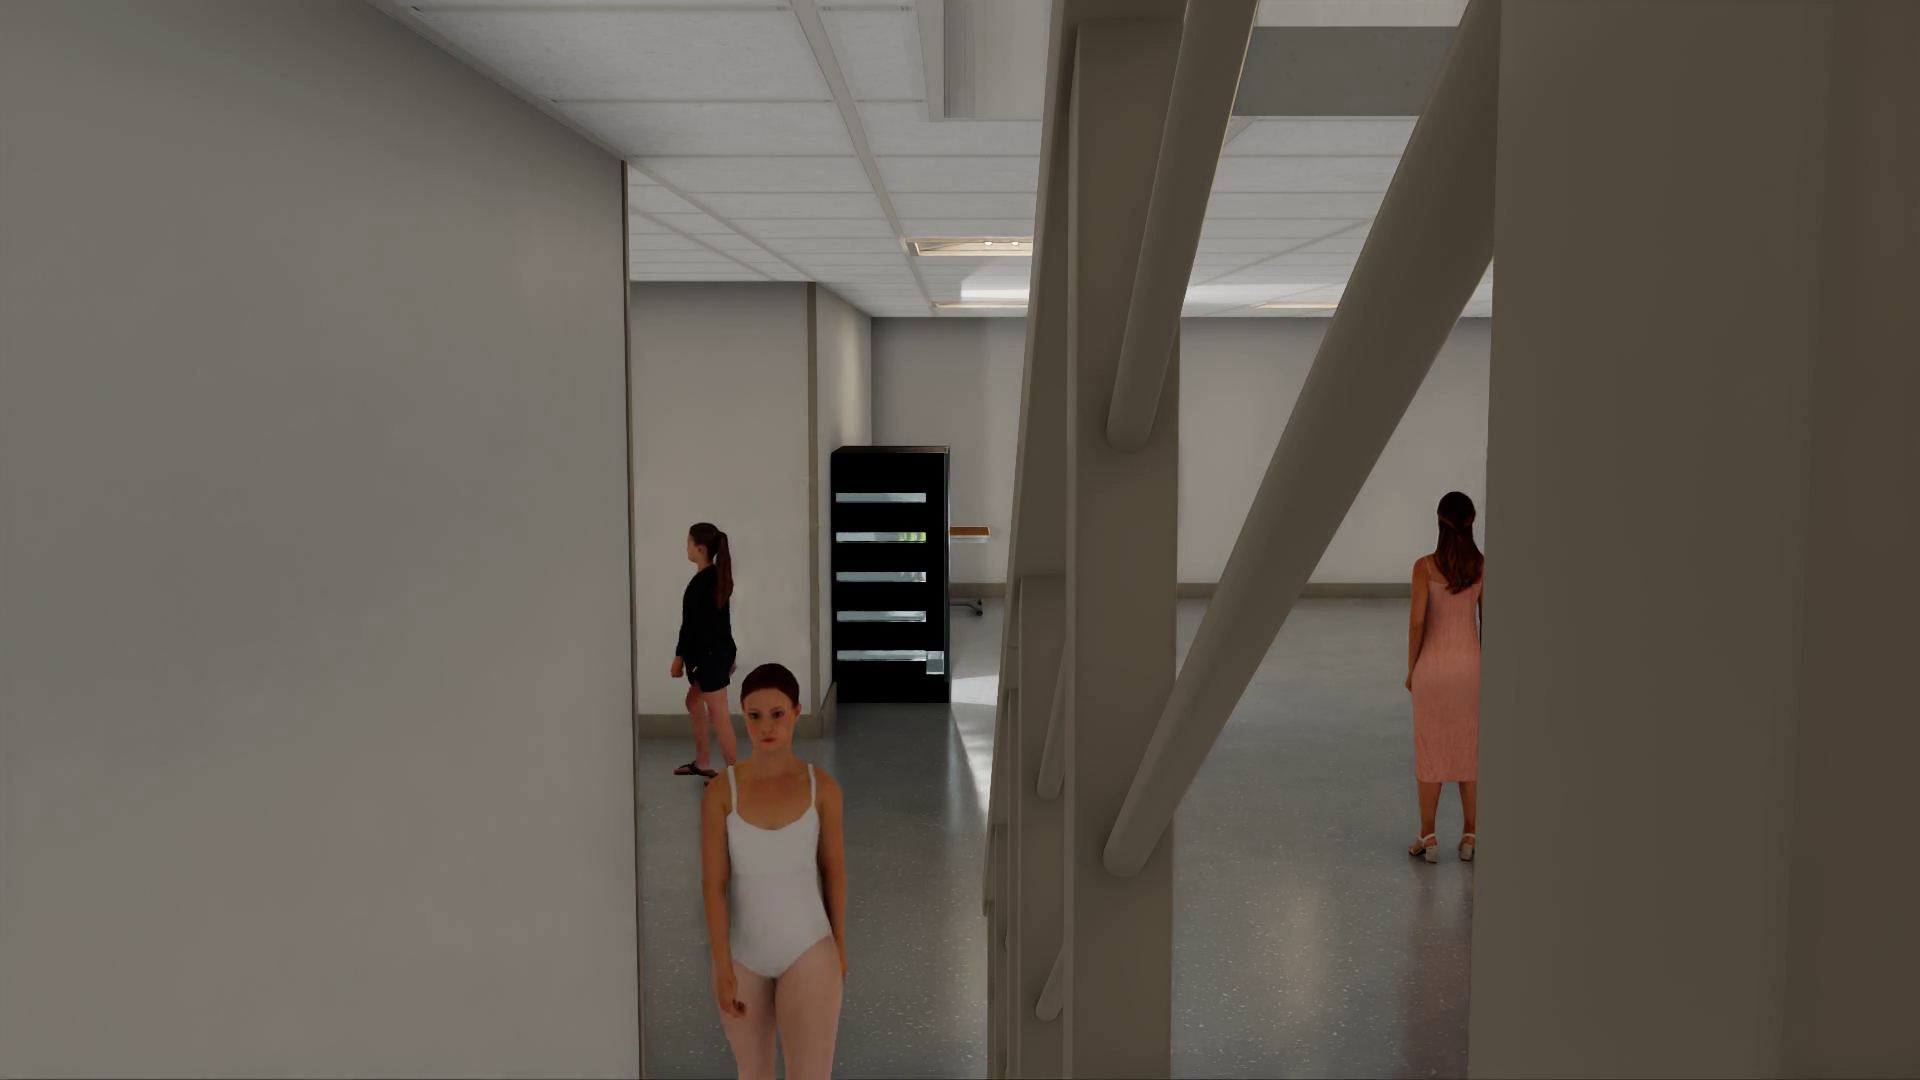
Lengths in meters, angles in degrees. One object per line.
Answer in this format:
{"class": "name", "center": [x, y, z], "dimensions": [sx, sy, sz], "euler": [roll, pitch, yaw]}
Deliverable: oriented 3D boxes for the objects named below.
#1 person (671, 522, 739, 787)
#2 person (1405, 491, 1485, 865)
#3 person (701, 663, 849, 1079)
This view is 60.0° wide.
{"class": "person", "center": [-1.366, 0.675, 9.601], "dimensions": [0.685, 1.541, 0.702], "euler": [1, 6, 15]}
{"class": "person", "center": [2.415, 0.670, 8.195], "dimensions": [0.585, 1.832, 0.510], "euler": [0, 6, -3]}
{"class": "person", "center": [-0.522, 1.151, 4.596], "dimensions": [0.589, 1.596, 1.088], "euler": [-1, 6, -6]}
